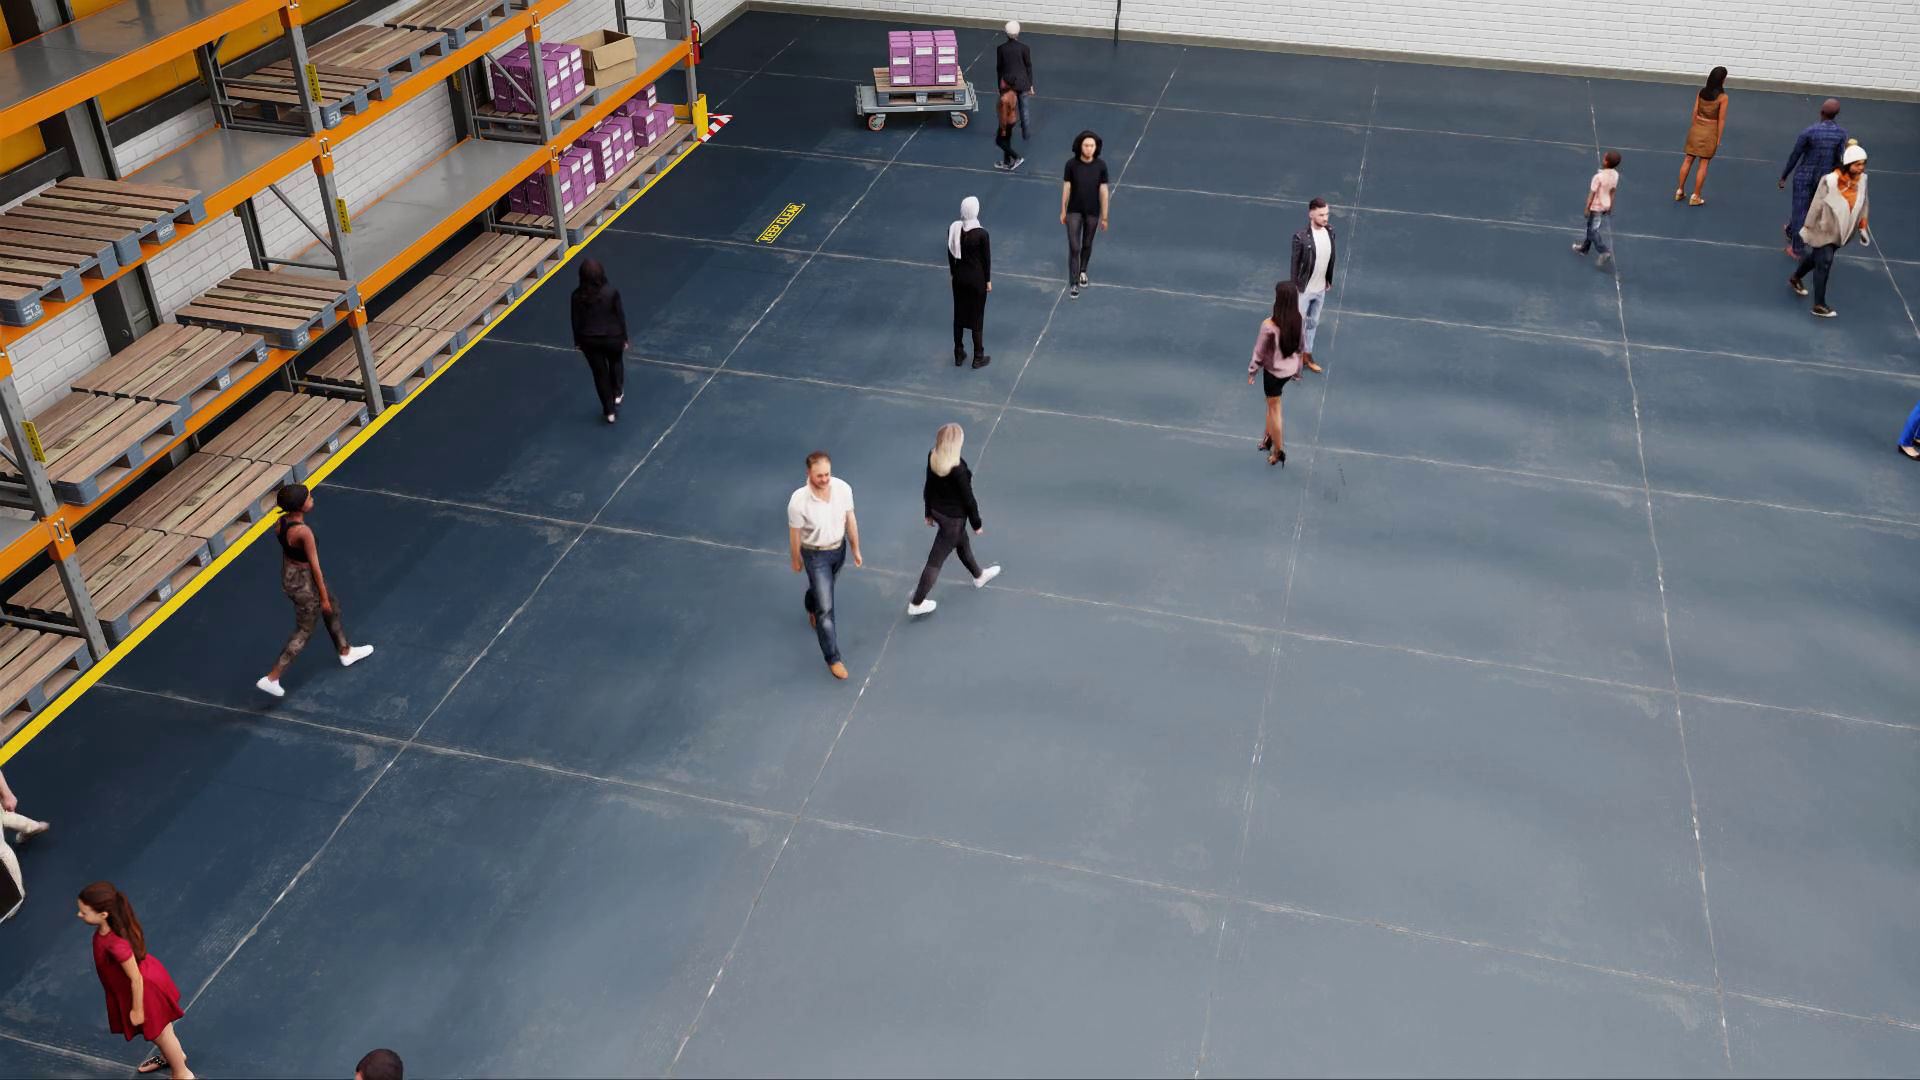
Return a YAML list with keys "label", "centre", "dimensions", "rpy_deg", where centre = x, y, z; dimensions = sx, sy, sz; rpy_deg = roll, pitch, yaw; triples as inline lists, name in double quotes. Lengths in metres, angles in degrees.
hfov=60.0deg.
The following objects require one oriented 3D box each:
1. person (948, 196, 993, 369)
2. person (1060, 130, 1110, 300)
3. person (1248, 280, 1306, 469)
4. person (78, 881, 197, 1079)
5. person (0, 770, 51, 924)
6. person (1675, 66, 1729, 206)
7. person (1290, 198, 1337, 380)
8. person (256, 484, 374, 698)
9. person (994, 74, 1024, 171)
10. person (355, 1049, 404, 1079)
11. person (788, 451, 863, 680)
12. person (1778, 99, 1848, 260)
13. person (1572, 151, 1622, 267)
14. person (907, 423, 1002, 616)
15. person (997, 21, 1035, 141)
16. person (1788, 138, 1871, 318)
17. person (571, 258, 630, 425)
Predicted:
- label: "person"
  centre: [0.093, -2.558, 16.534]
  dimensions: [0.643, 1.779, 0.585]
  rpy_deg: [15, 36, 21]
- label: "person"
  centre: [1.345, -3.611, 18.082]
  dimensions: [0.808, 1.818, 1.001]
  rpy_deg: [1, 34, 1]
- label: "person"
  centre: [2.894, -1.425, 14.814]
  dimensions: [0.793, 1.795, 0.853]
  rpy_deg: [-18, 38, -25]
- label: "person"
  centre: [-4.550, 2.458, 9.191]
  dimensions: [0.741, 1.553, 0.681]
  rpy_deg: [-21, 39, -28]
- label: "person"
  centre: [-6.112, 1.518, 10.364]
  dimensions: [0.723, 1.820, 0.936]
  rpy_deg: [10, 35, 15]
- label: "person"
  centre: [9.003, -4.896, 20.131]
  dimensions: [0.679, 1.690, 0.637]
  rpy_deg: [-22, 40, -30]
- label: "person"
  centre: [3.444, -2.506, 16.402]
  dimensions: [0.724, 1.837, 0.786]
  rpy_deg: [-18, 38, -25]
- label: "person"
  centre: [-4.884, 0.395, 12.202]
  dimensions: [1.220, 1.654, 1.002]
  rpy_deg: [-28, 42, -35]
- label: "person"
  centre: [0.652, -5.292, 21.125]
  dimensions: [0.627, 1.249, 0.615]
  rpy_deg: [14, 36, 20]
- label: "person"
  centre: [-2.633, 3.066, 8.114]
  dimensions: [0.687, 1.733, 0.708]
  rpy_deg: [23, 40, 30]
- label: "person"
  centre: [-1.064, 0.054, 12.573]
  dimensions: [1.186, 1.813, 1.263]
  rpy_deg: [-17, 37, -24]
- label: "person"
  centre: [9.635, -4.033, 18.741]
  dimensions: [0.844, 1.791, 1.071]
  rpy_deg: [1, 34, 1]
- label: "person"
  centre: [7.243, -3.736, 18.744]
  dimensions: [0.817, 1.293, 0.912]
  rpy_deg: [-14, 36, -21]
- label: "person"
  centre: [-0.159, -0.108, 12.981]
  dimensions: [1.223, 1.630, 1.085]
  rpy_deg: [-22, 40, -30]
- label: "person"
  centre: [0.779, -6.037, 22.169]
  dimensions: [0.731, 1.778, 0.588]
  rpy_deg: [7, 34, 10]
- label: "person"
  centre: [9.214, -3.367, 17.693]
  dimensions: [1.093, 1.843, 1.287]
  rpy_deg: [-10, 35, -14]
- label: "person"
  centre: [-3.356, -1.835, 15.607]
  dimensions: [0.867, 1.599, 0.953]
  rpy_deg: [-9, 35, -13]
